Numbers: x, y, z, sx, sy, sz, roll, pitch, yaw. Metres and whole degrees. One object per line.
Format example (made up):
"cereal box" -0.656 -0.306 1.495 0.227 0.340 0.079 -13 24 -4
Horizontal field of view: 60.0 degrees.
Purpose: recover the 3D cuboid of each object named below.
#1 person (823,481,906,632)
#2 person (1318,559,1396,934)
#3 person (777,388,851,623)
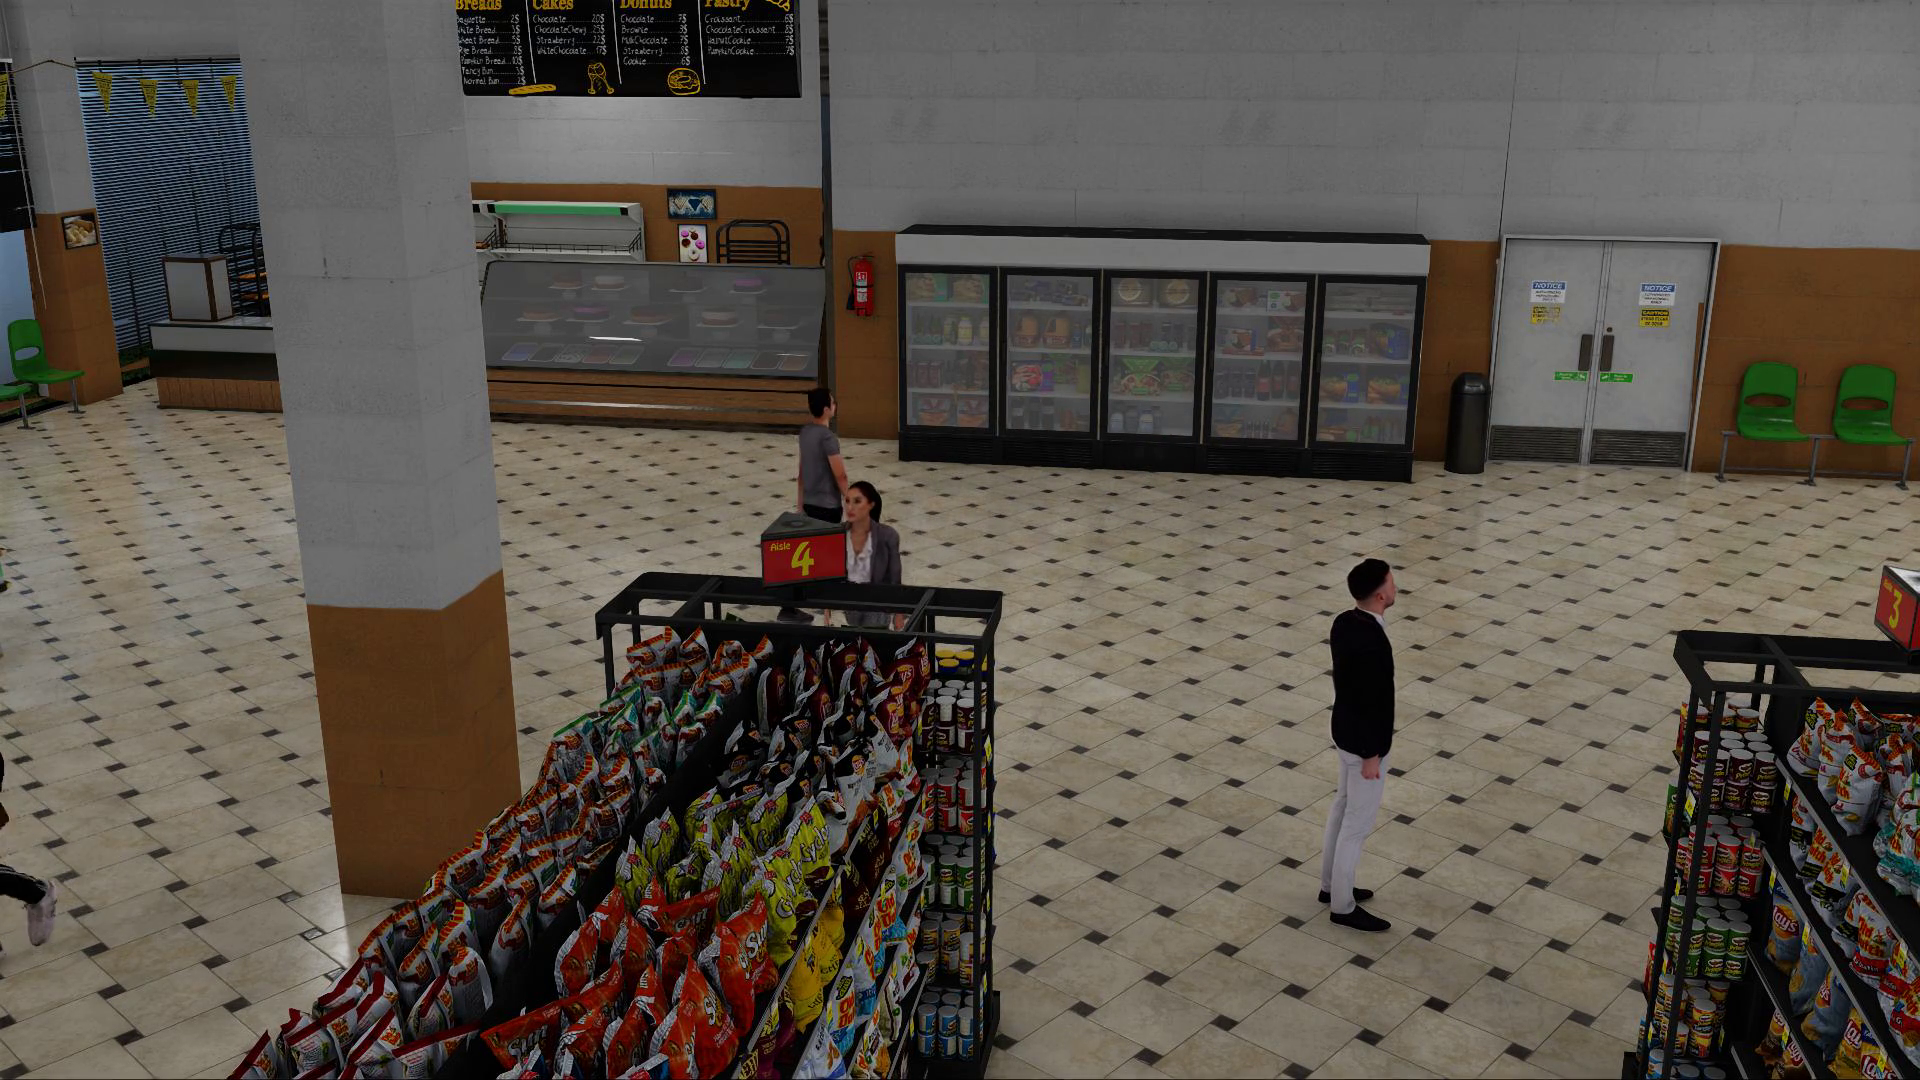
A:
"person" -0.525 0.441 10.103 0.826 1.630 1.171 8 19 25
"person" 1.915 0.965 8.009 0.755 1.844 0.541 0 17 1
"person" -1.068 -0.214 12.119 1.134 1.711 1.160 -9 19 -27
